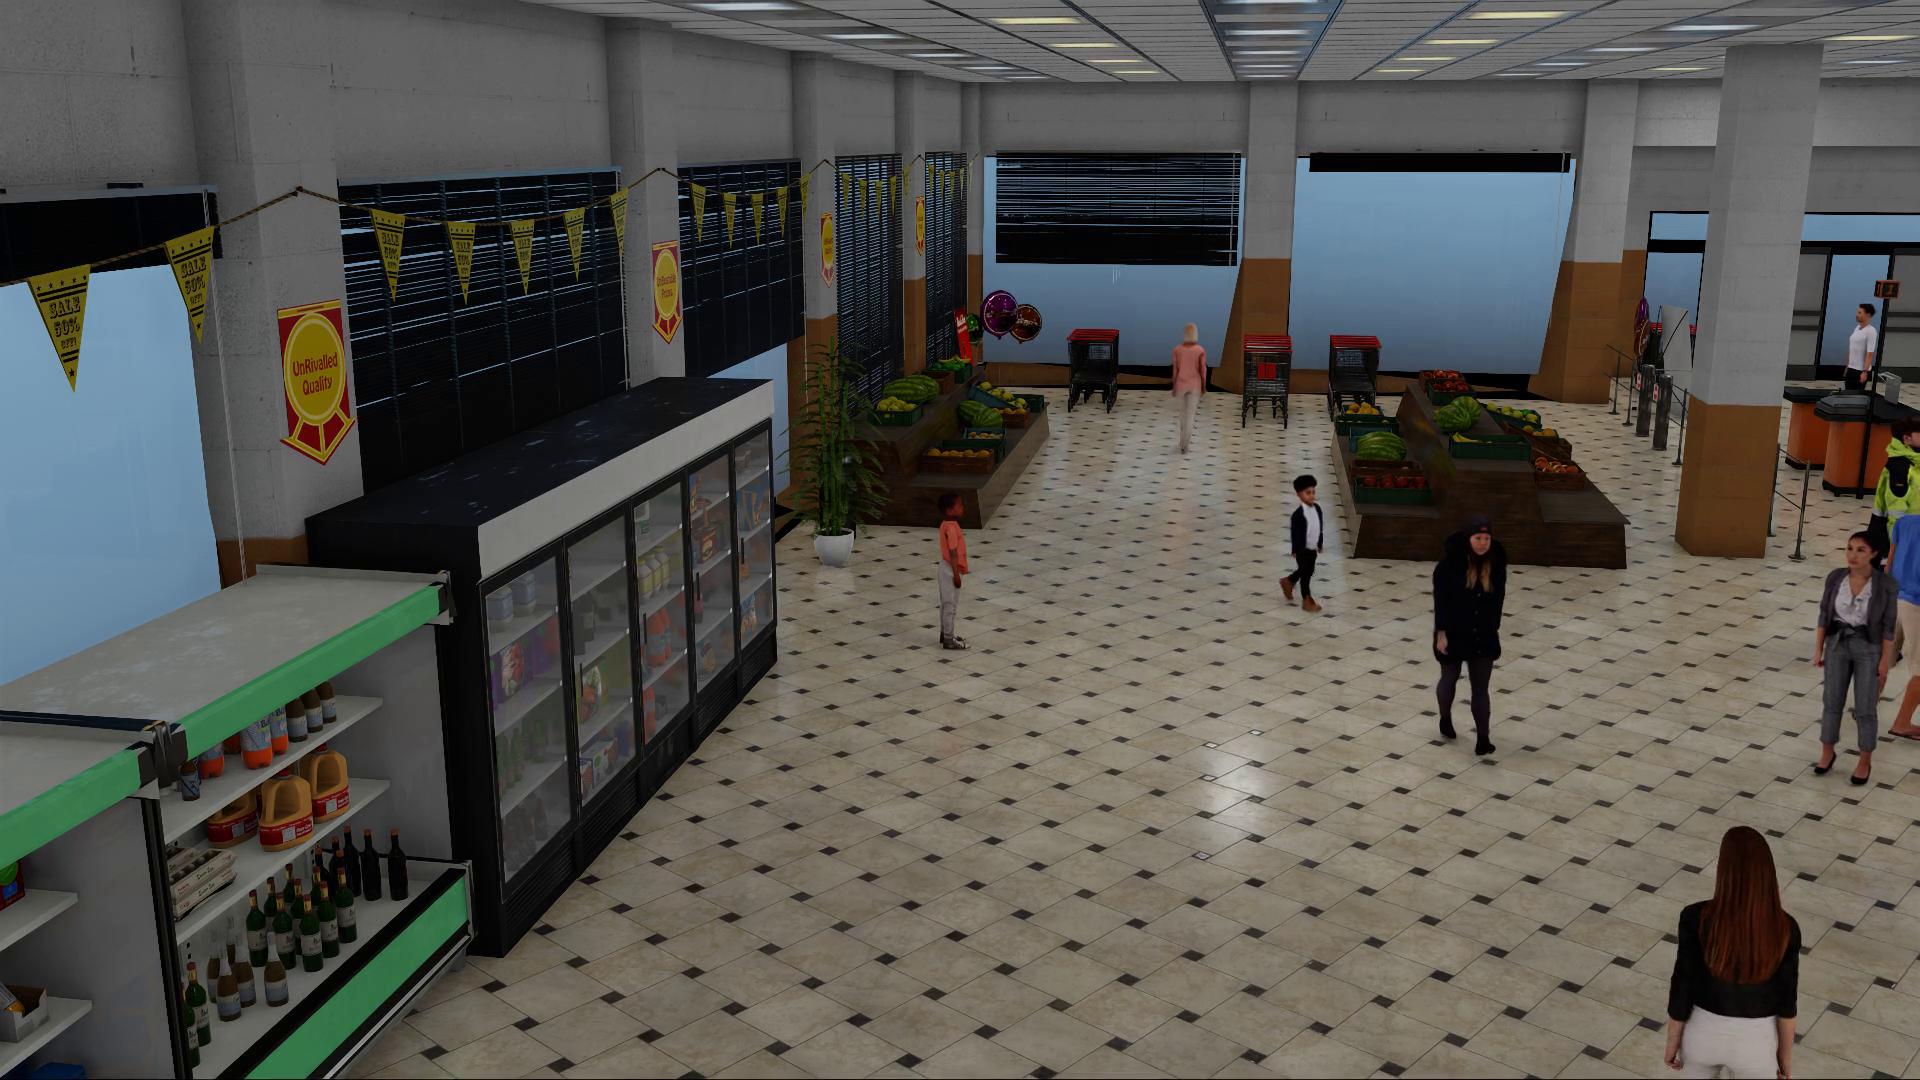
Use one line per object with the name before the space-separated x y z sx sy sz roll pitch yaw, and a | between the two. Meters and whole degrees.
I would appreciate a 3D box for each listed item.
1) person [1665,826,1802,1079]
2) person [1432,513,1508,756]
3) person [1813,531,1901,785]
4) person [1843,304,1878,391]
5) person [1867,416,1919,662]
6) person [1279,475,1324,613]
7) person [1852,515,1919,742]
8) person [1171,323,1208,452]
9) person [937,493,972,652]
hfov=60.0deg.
person | 2.856 1.897 6.155 0.763 1.684 1.063 6 15 23
person | 3.457 0.625 11.485 0.744 1.643 1.040 1 14 2
person | 5.861 0.757 10.886 0.758 1.671 0.723 -13 19 -43
person | 12.809 -2.441 23.685 0.758 1.851 0.555 0 14 2
person | 7.564 -0.035 13.485 0.915 1.983 0.738 8 16 30
person | 3.075 0.013 14.921 0.793 1.214 0.838 -10 17 -35
person | 6.657 0.472 11.725 0.986 1.827 0.841 -11 17 -38
person | 3.060 -2.021 22.327 0.681 1.676 1.123 4 14 15
person | -0.081 0.250 13.739 0.597 1.311 0.493 -2 14 -8
